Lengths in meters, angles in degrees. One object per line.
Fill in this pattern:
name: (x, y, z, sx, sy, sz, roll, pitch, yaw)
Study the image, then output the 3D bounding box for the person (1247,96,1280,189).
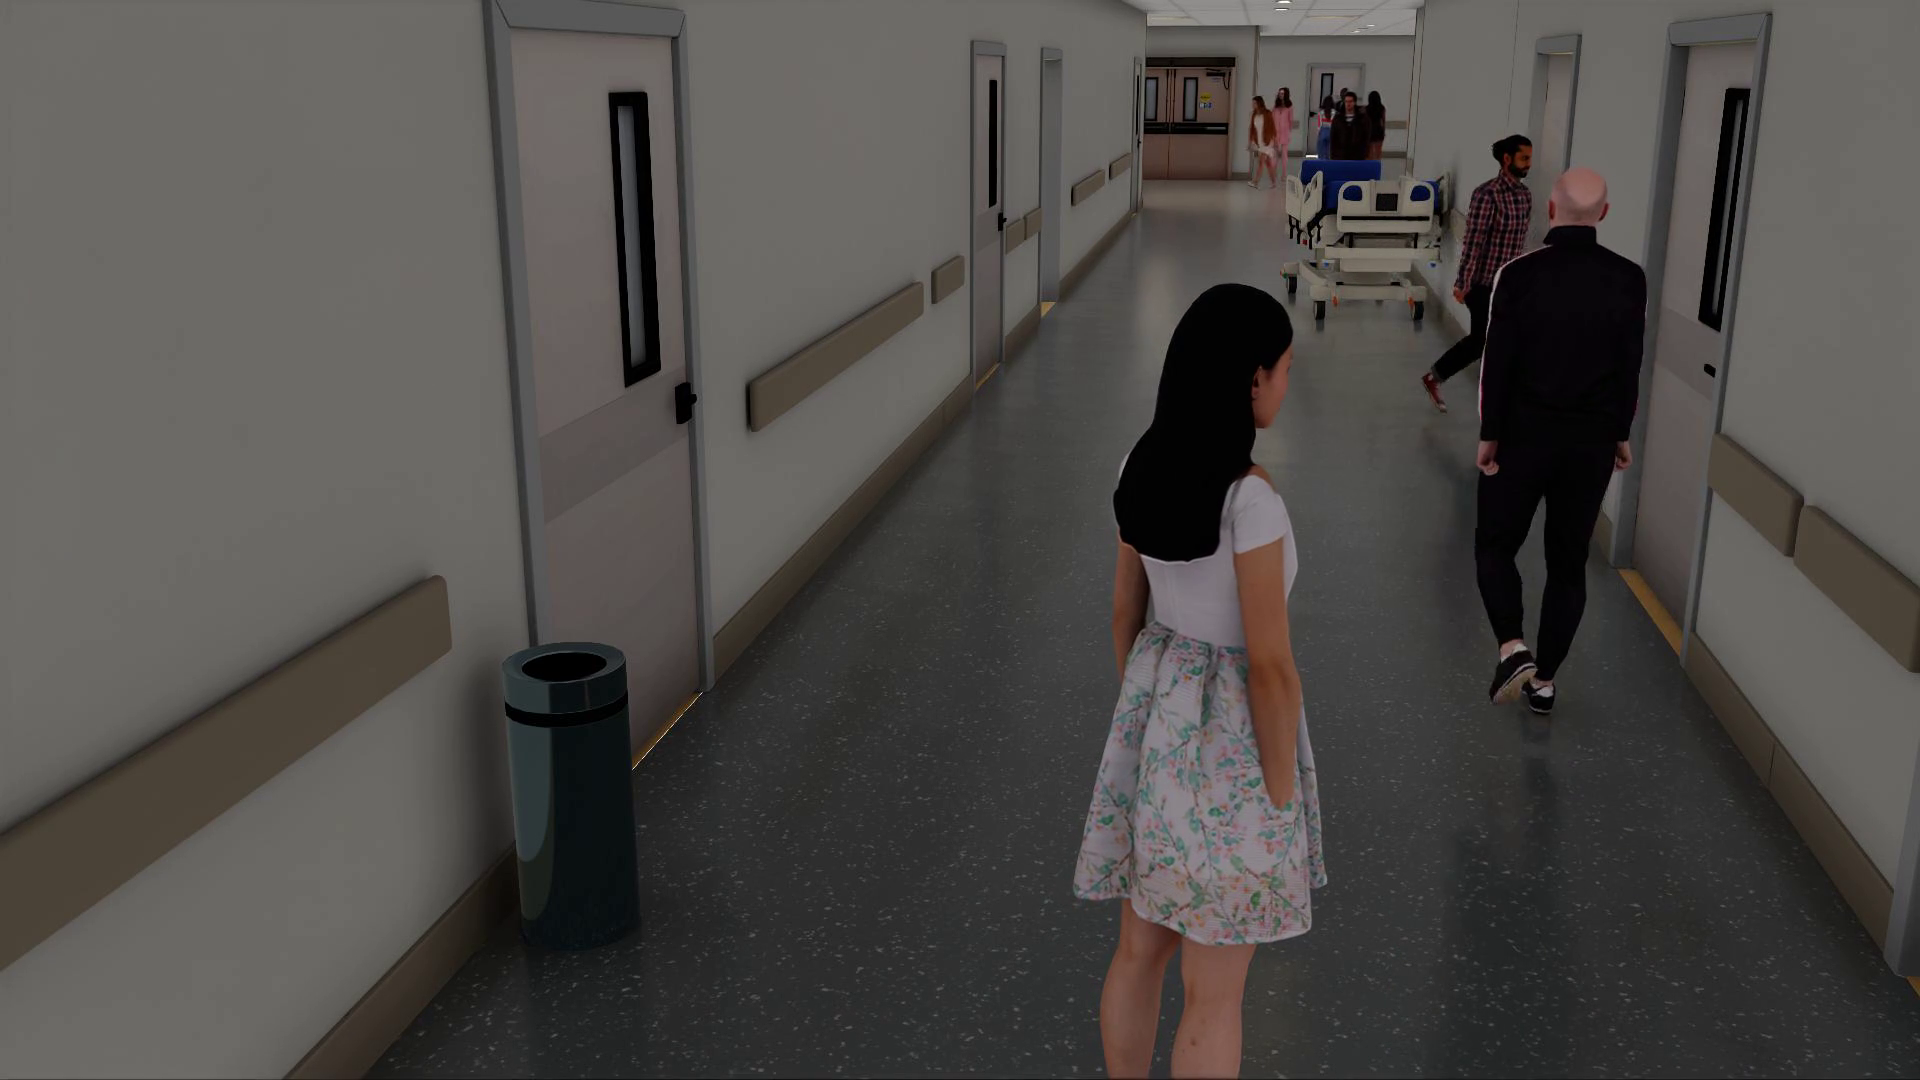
person: (5.680, -7.287, 30.592, 1.062, 1.657, 1.087, 14, 21, 41)

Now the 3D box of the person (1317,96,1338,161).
person: (7.877, -8.687, 35.655, 0.629, 1.605, 0.695, 1, 16, 3)

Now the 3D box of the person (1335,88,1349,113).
person: (8.509, -9.145, 36.983, 0.777, 1.764, 0.713, -11, 19, -34)

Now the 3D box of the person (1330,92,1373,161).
person: (5.560, -5.402, 23.606, 1.123, 1.818, 0.935, 6, 17, 19)

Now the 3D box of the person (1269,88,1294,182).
person: (6.416, -8.090, 33.173, 0.583, 1.802, 0.734, 9, 18, 29)

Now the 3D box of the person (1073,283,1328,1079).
person: (0.429, 0.433, 2.992, 0.828, 1.774, 0.776, -9, 18, -30)

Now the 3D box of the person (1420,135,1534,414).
person: (3.187, -1.599, 10.270, 1.073, 1.736, 1.198, -15, 21, -42)

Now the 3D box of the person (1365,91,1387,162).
person: (8.366, -8.168, 33.614, 1.045, 1.712, 0.738, 2, 16, 7)

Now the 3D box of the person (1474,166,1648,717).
person: (1.935, -0.262, 5.368, 0.771, 1.823, 0.742, 2, 16, 8)
